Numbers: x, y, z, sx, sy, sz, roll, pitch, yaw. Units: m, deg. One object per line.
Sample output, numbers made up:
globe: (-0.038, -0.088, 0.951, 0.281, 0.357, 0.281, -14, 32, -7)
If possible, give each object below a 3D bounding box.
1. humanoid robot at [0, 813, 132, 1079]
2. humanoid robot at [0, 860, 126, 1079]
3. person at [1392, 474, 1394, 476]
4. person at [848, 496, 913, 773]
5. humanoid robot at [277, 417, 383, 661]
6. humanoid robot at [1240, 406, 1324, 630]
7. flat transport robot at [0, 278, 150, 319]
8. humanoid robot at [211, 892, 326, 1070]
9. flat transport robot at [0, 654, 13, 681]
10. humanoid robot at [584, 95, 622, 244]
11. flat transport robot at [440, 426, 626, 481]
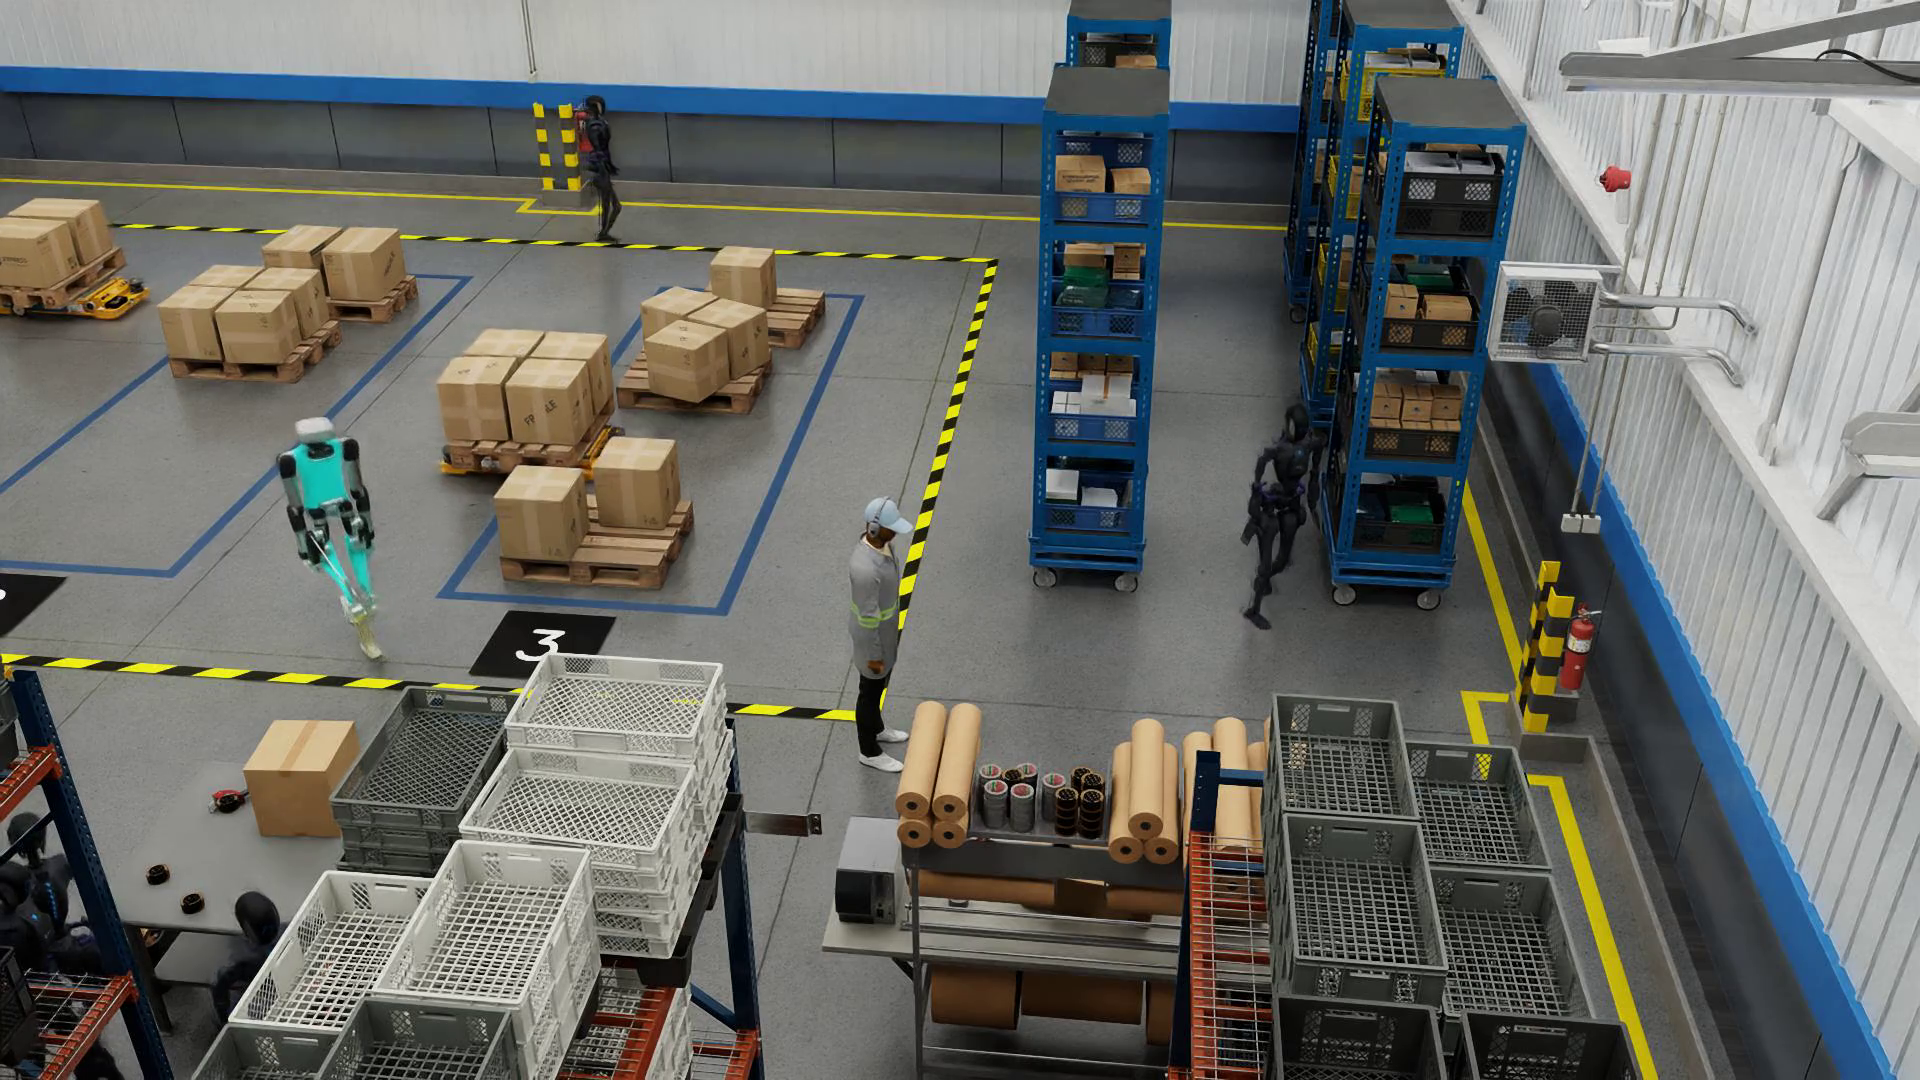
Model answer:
humanoid robot: (-4.304, 1.989, 7.890, 0.755, 1.619, 0.621, 25, 39, 36)
humanoid robot: (-4.197, 2.125, 7.639, 0.679, 1.631, 0.593, -2, 30, -4)
person: (3.372, -1.145, 12.993, 0.382, 1.932, 0.627, -7, 31, -12)
person: (-0.475, 0.558, 10.147, 0.400, 1.847, 0.587, 3, 30, 5)
humanoid robot: (-4.122, 0.041, 11.134, 0.554, 1.737, 1.024, -23, 37, -33)
humanoid robot: (2.242, -0.224, 11.707, 0.612, 1.641, 0.608, -13, 33, -21)
flat transport robot: (-9.116, -2.497, 16.935, 1.431, 0.197, 0.652, 3, 30, 6)
humanoid robot: (-3.056, 2.208, 7.523, 0.722, 1.633, 0.609, 22, 37, 32)
flat transport robot: (-7.142, 0.969, 11.010, 1.431, 0.231, 0.659, 3, 30, 6)
humanoid robot: (-3.919, -4.067, 18.259, 0.387, 1.651, 0.585, -2, 30, -4)
flat transport robot: (-3.558, -0.764, 13.959, 1.431, 0.197, 0.652, 3, 30, 6)
